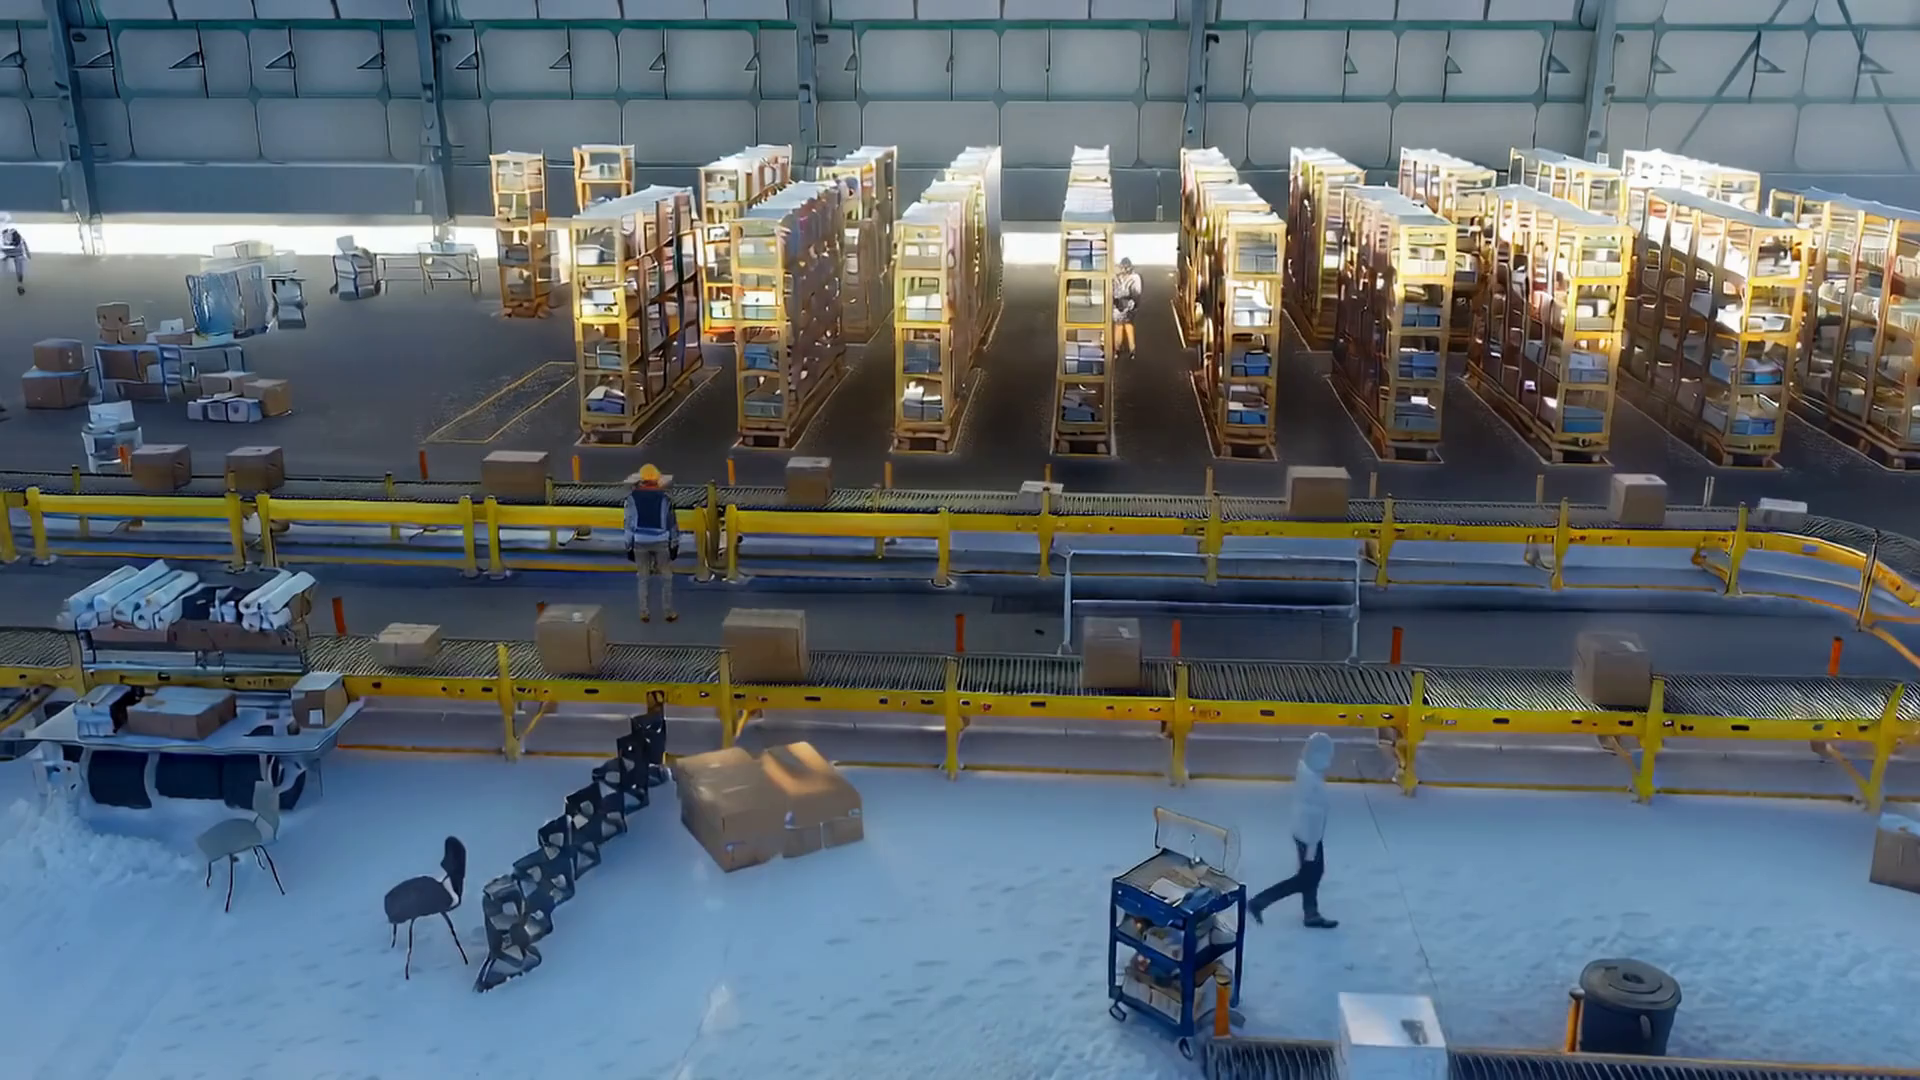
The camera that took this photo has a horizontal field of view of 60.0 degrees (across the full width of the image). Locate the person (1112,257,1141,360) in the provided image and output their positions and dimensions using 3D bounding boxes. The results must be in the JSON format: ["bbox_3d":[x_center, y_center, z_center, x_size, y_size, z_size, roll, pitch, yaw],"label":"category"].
[{"bbox_3d":[3.244,-4.546,32.670,0.610,2.036,0.420,4,18,13],"label":"person"}]

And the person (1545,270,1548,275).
[{"bbox_3d":[11.350,-4.445,32.661,0.376,1.835,0.566,4,18,14],"label":"person"}]

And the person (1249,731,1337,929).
[{"bbox_3d":[2.479,2.137,12.143,0.603,1.608,0.508,1,18,4],"label":"person"}]

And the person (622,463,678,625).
[{"bbox_3d":[-3.416,0.042,18.430,0.600,1.830,0.403,-2,18,-5],"label":"person"}]

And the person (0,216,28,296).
[{"bbox_3d":[-22.832,-6.829,40.087,0.620,1.918,0.577,-6,18,-18],"label":"person"}]

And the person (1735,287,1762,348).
[{"bbox_3d":[14.165,-3.641,29.952,0.705,1.971,0.648,7,19,21],"label":"person"}]
